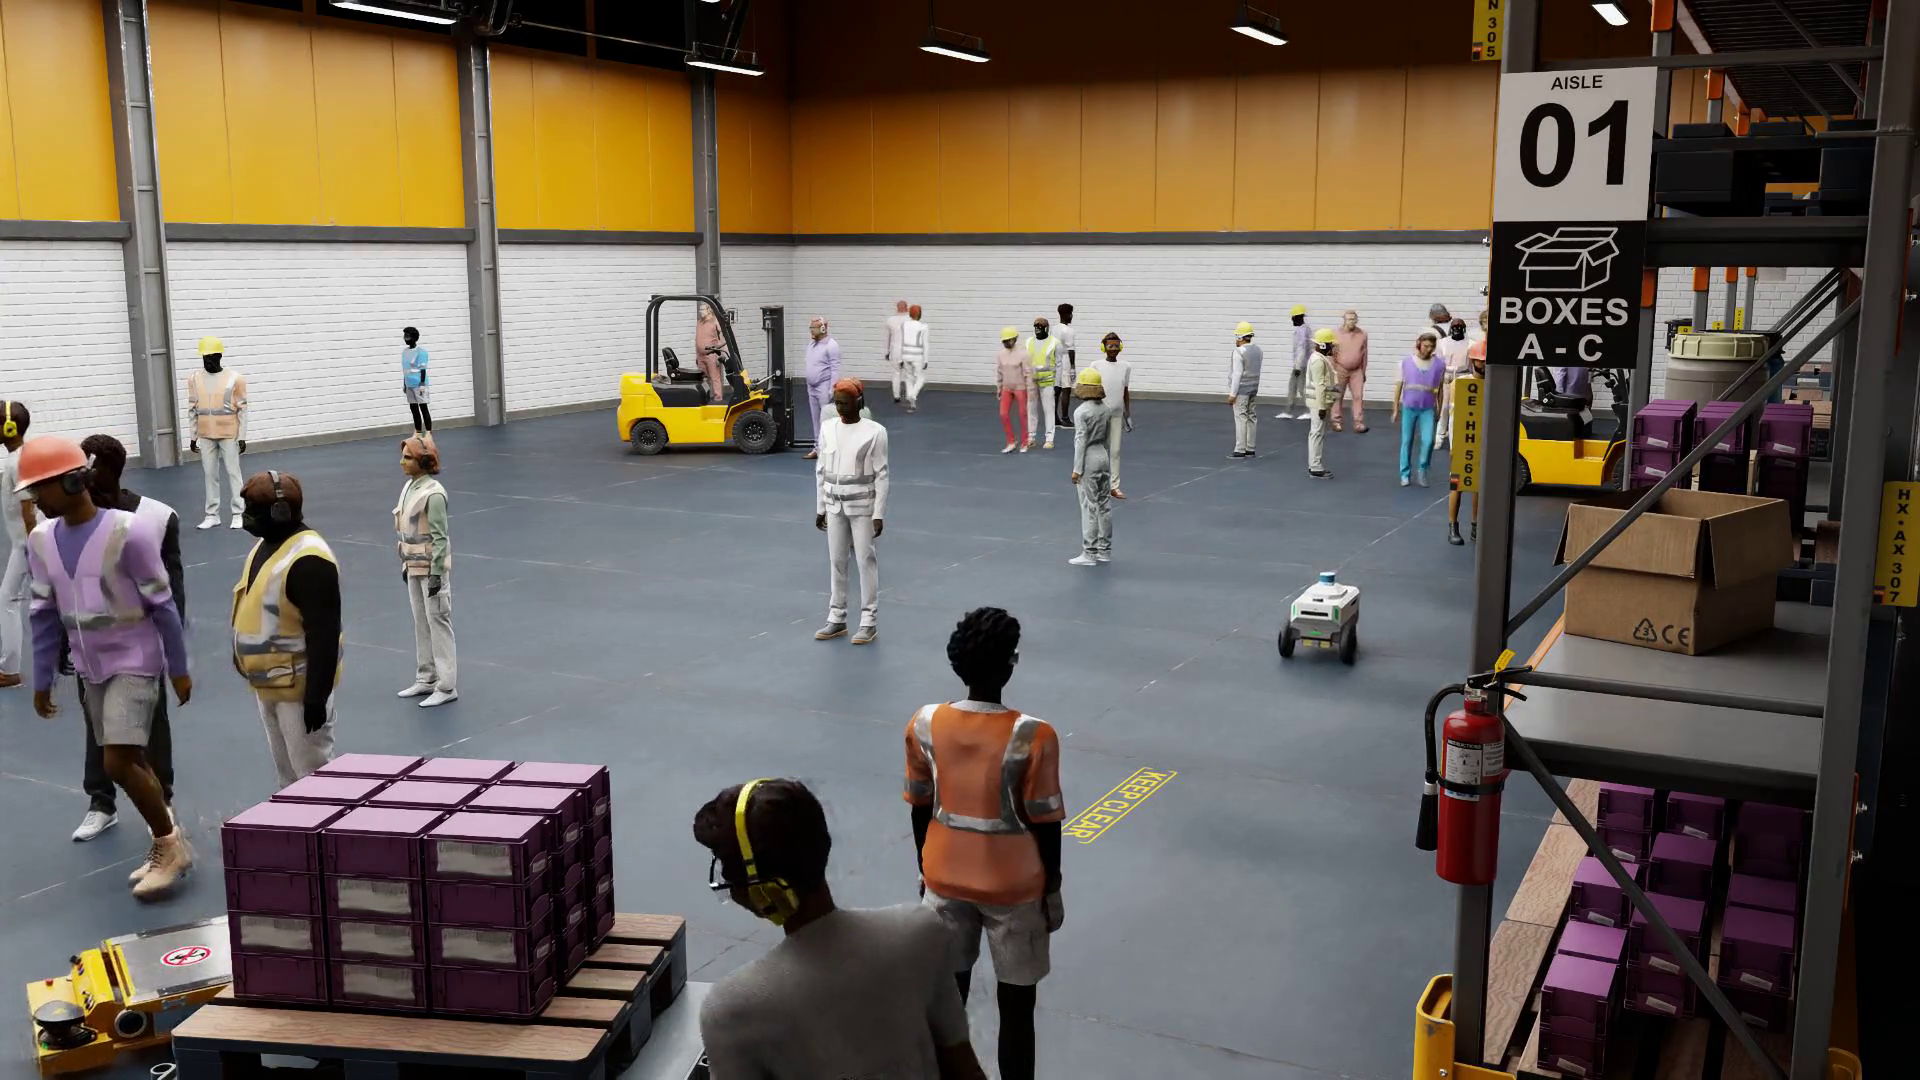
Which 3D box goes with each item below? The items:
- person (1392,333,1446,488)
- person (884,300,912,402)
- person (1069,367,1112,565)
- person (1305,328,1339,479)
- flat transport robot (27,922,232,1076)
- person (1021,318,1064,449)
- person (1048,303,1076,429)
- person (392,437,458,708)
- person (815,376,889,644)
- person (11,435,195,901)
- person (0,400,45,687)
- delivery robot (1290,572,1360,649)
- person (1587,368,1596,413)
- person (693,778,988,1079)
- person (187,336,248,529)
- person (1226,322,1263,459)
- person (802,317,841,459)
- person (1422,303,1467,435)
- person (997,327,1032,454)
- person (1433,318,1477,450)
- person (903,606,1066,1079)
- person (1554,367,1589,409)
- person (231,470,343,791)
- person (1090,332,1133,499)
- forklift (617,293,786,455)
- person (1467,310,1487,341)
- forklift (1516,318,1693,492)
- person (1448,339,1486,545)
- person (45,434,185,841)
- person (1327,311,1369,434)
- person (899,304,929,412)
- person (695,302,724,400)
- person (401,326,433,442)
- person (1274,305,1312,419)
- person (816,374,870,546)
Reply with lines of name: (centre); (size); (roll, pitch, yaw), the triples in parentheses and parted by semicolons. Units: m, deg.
person: (5.358, -1.514, 19.480); (0.620, 1.814, 0.597); (1, 10, 6)
person: (-1.063, -3.479, 30.702); (0.662, 1.878, 0.817); (1, 10, 7)
person: (1.148, -0.648, 14.686); (0.313, 1.744, 0.487); (8, 13, 40)
person: (4.424, -1.669, 20.336); (0.404, 1.835, 0.590); (1, 10, 9)
flat transport robot: (-2.595, 1.569, 6.110); (1.431, 0.197, 0.652); (-6, 12, -32)
person: (1.134, -2.202, 23.402); (0.624, 1.844, 0.429); (5, 11, 27)
person: (1.618, -2.731, 26.099); (0.374, 1.965, 0.664); (-6, 12, -32)
person: (-3.258, 0.188, 10.138); (0.307, 1.644, 0.514); (-8, 13, -39)
person: (-0.774, -0.210, 11.736); (0.573, 1.887, 0.354); (6, 11, 29)
person: (-3.627, 0.539, 7.088); (0.617, 1.991, 0.601); (3, 10, 19)
person: (-5.825, 0.022, 10.557); (0.885, 1.841, 0.543); (-3, 10, -17)
delivery robot: (2.509, 0.466, 11.404); (0.477, 0.478, 0.707); (4, 11, 24)
person: (10.127, -2.888, 27.083); (0.545, 1.941, 0.350); (-3, 10, -15)
person: (-0.191, 1.307, 3.146); (0.611, 1.814, 0.519); (-7, 12, -34)
person: (-7.387, -1.063, 16.560); (0.588, 1.927, 0.366); (0, 10, 0)
person: (3.781, -1.993, 22.212); (0.403, 1.834, 0.587); (9, 13, 43)
person: (-1.843, -1.986, 21.960); (0.399, 1.908, 0.643); (-7, 12, -37)
person: (7.221, -2.557, 24.878); (0.742, 2.000, 0.619); (0, 10, -2)
person: (0.740, -2.038, 22.755); (0.619, 1.722, 0.627); (6, 12, 32)
person: (6.894, -2.161, 23.165); (0.623, 1.844, 0.429); (3, 10, 19)
person: (0.083, 1.039, 5.049); (0.532, 1.699, 0.319); (5, 11, 27)
person: (7.585, -1.767, 20.602); (0.632, 1.940, 0.372); (-7, 12, -37)
person: (-2.856, 0.616, 7.085); (0.429, 1.841, 0.634); (-8, 13, -40)
person: (1.678, -1.378, 18.545); (0.521, 1.874, 0.328); (-3, 10, -15)
forklift: (-3.588, -2.317, 23.042); (2.313, 2.155, 1.214); (-1, 10, -5)
person: (7.852, -2.464, 24.773); (0.659, 1.900, 0.752); (2, 10, 11)
forklift: (7.066, -1.601, 18.899); (2.313, 2.155, 1.214); (5, 11, 27)
person: (4.869, -0.917, 15.679); (0.543, 1.938, 0.371); (-2, 10, -9)
person: (-3.958, 0.448, 7.841); (0.590, 1.917, 0.397); (-2, 10, -10)
person: (5.929, -2.546, 25.321); (0.670, 1.862, 0.936); (-1, 10, -6)
person: (-0.823, -3.102, 28.544); (0.589, 1.872, 0.543); (5, 11, 25)
person: (-4.391, -3.190, 28.934); (0.652, 1.906, 0.402); (8, 13, 39)
person: (-7.878, -2.241, 24.054); (0.534, 1.691, 0.320); (8, 12, 37)
person: (5.596, -2.932, 27.513); (0.569, 1.915, 0.641); (0, 10, 2)
person: (-1.064, -0.753, 15.679); (0.502, 1.609, 0.727); (-5, 11, -25)
